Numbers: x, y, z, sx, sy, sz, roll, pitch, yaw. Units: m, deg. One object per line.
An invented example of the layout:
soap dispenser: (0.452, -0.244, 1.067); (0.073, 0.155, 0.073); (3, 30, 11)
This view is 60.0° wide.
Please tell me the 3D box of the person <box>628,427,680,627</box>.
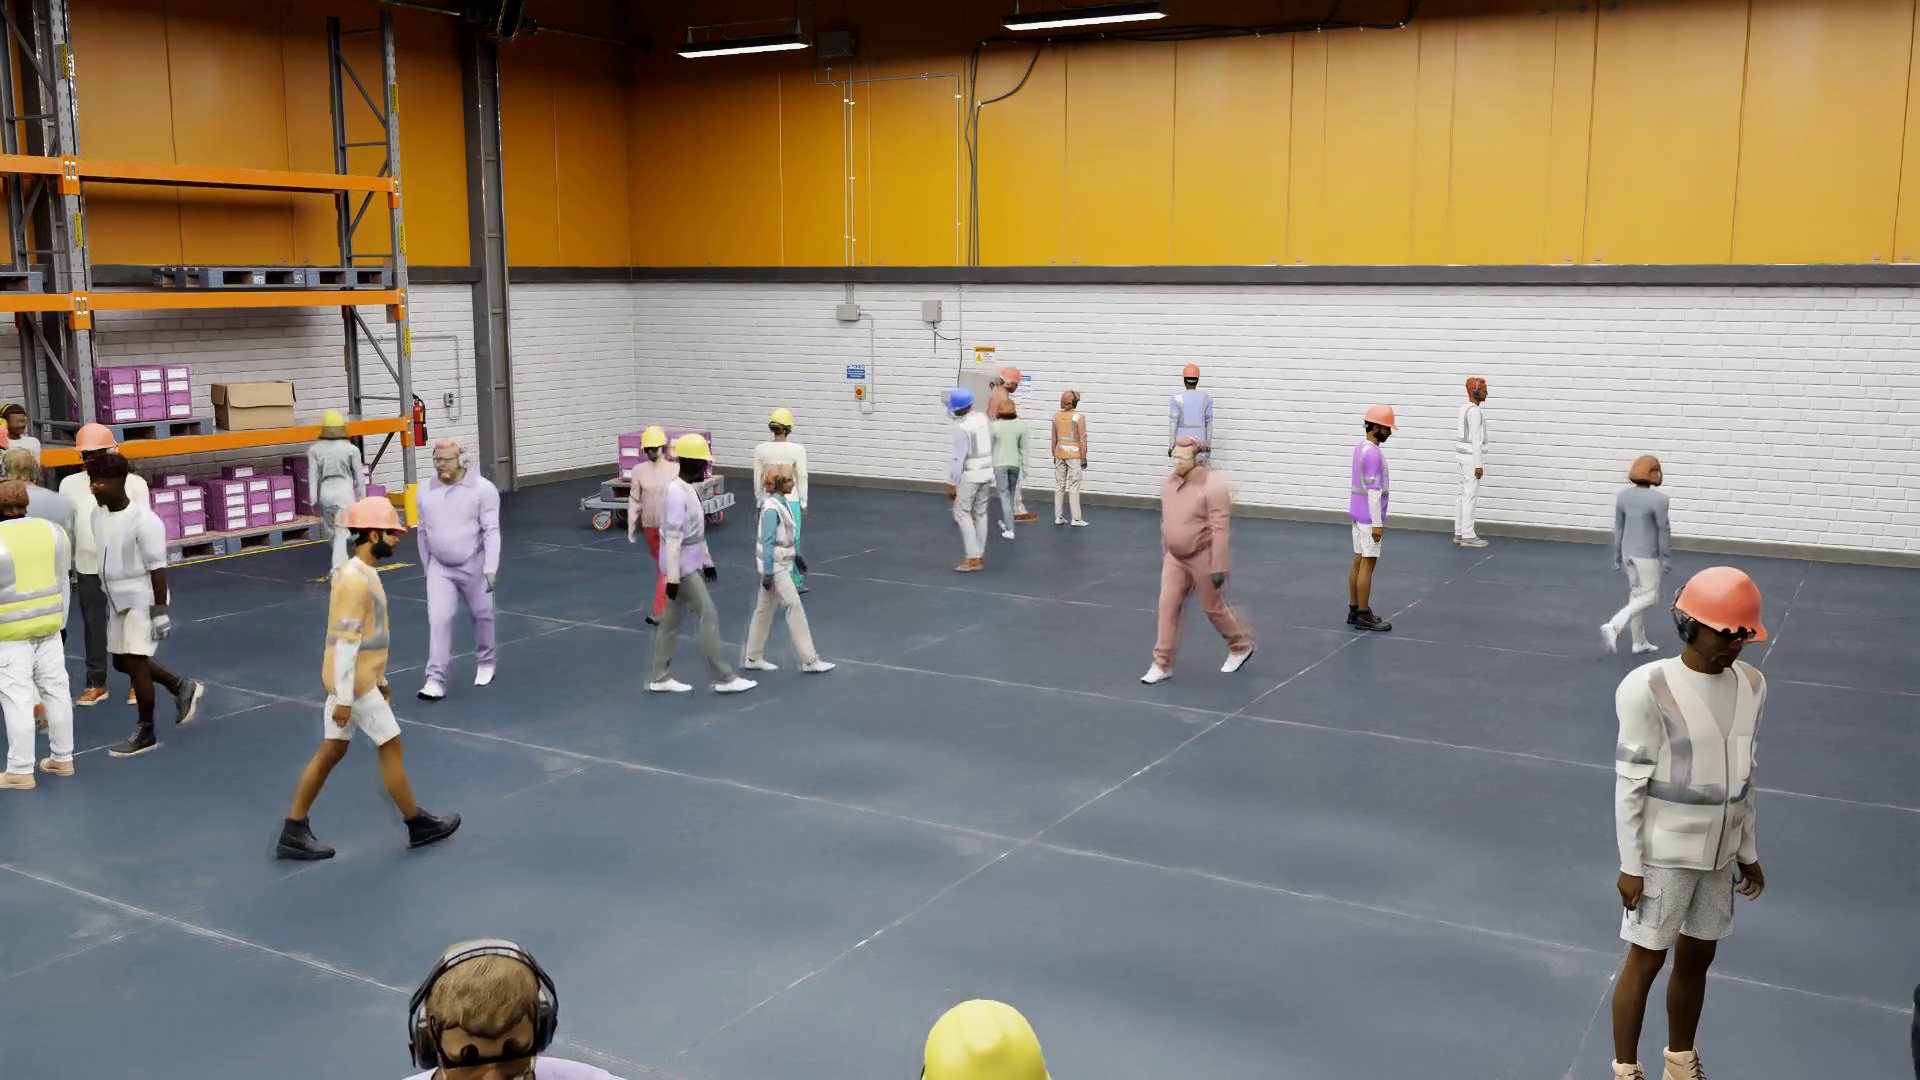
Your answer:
person: (-2.618, -0.124, 14.415); (0.536, 1.704, 0.920); (2, 9, 14)

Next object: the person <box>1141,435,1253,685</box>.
person: (1.780, 0.127, 12.434); (0.967, 1.858, 0.692); (-8, 12, -40)

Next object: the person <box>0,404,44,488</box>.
person: (-8.578, -0.315, 15.161); (0.322, 1.860, 0.520); (6, 11, 34)

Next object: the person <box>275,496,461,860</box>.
person: (-3.142, 0.724, 8.628); (0.931, 1.889, 0.551); (-4, 10, -23)

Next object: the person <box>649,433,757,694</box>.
person: (-1.852, 0.181, 11.942); (0.885, 1.888, 0.606); (-1, 9, -5)

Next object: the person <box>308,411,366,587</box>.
person: (-6.064, -0.412, 16.246); (0.499, 1.691, 0.924); (-1, 9, -5)

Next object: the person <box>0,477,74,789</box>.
person: (-5.557, 0.546, 9.834); (0.430, 1.845, 0.620); (4, 10, 24)

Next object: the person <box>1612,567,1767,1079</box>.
person: (2.575, 1.091, 5.834); (0.605, 2.034, 0.390); (-3, 10, -20)

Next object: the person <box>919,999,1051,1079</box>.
person: (0.063, 1.650, 3.096); (0.636, 1.793, 0.478); (-8, 12, -41)

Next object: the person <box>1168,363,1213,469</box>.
person: (2.818, -1.197, 20.414); (0.551, 1.935, 0.375); (-1, 9, -7)

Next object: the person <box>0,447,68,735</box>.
person: (-6.106, 0.347, 10.893); (0.448, 1.904, 0.652); (3, 10, 21)

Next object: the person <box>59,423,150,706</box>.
person: (-5.992, 0.174, 11.676); (0.622, 1.993, 0.382); (-1, 9, -8)

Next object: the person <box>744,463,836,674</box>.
person: (-1.288, 0.224, 12.576); (0.790, 1.605, 0.526); (0, 9, -2)

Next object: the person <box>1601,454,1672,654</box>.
person: (5.342, 0.125, 13.143); (0.610, 1.617, 0.506); (-3, 10, -20)

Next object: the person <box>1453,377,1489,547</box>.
person: (5.713, -0.869, 18.542); (0.355, 1.882, 0.576); (0, 9, 1)

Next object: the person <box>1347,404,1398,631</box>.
person: (3.519, -0.194, 14.186); (0.373, 1.928, 0.543); (0, 9, 0)

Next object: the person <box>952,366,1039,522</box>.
person: (0.406, -1.159, 20.247); (1.023, 1.930, 0.678); (-2, 9, -13)

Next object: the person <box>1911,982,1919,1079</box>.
person: (2.581, 1.499, 4.051); (0.955, 1.791, 0.622); (-9, 12, -43)

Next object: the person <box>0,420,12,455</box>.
person: (-7.159, 0.107, 12.152); (0.623, 1.983, 0.842); (-1, 9, -6)

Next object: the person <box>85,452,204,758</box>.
person: (-5.185, 0.380, 10.603); (0.629, 1.927, 0.651); (5, 11, 30)

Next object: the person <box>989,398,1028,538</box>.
person: (0.500, -0.845, 19.298); (0.505, 1.591, 0.823); (-3, 10, -20)

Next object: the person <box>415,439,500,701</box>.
person: (-3.608, 0.200, 11.943); (0.655, 1.851, 0.992); (0, 9, 3)

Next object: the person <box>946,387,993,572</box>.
person: (0.129, -0.620, 16.984); (0.398, 1.897, 0.707); (6, 11, 31)

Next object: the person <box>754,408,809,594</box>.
person: (-1.685, -0.360, 15.724); (0.526, 1.769, 0.328); (2, 9, 14)

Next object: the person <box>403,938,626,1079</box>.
person: (-0.817, 1.607, 2.925); (0.627, 1.934, 0.370); (-4, 10, -24)

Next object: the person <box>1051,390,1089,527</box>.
person: (1.314, -0.978, 19.971); (0.512, 1.642, 0.312); (8, 12, 42)
